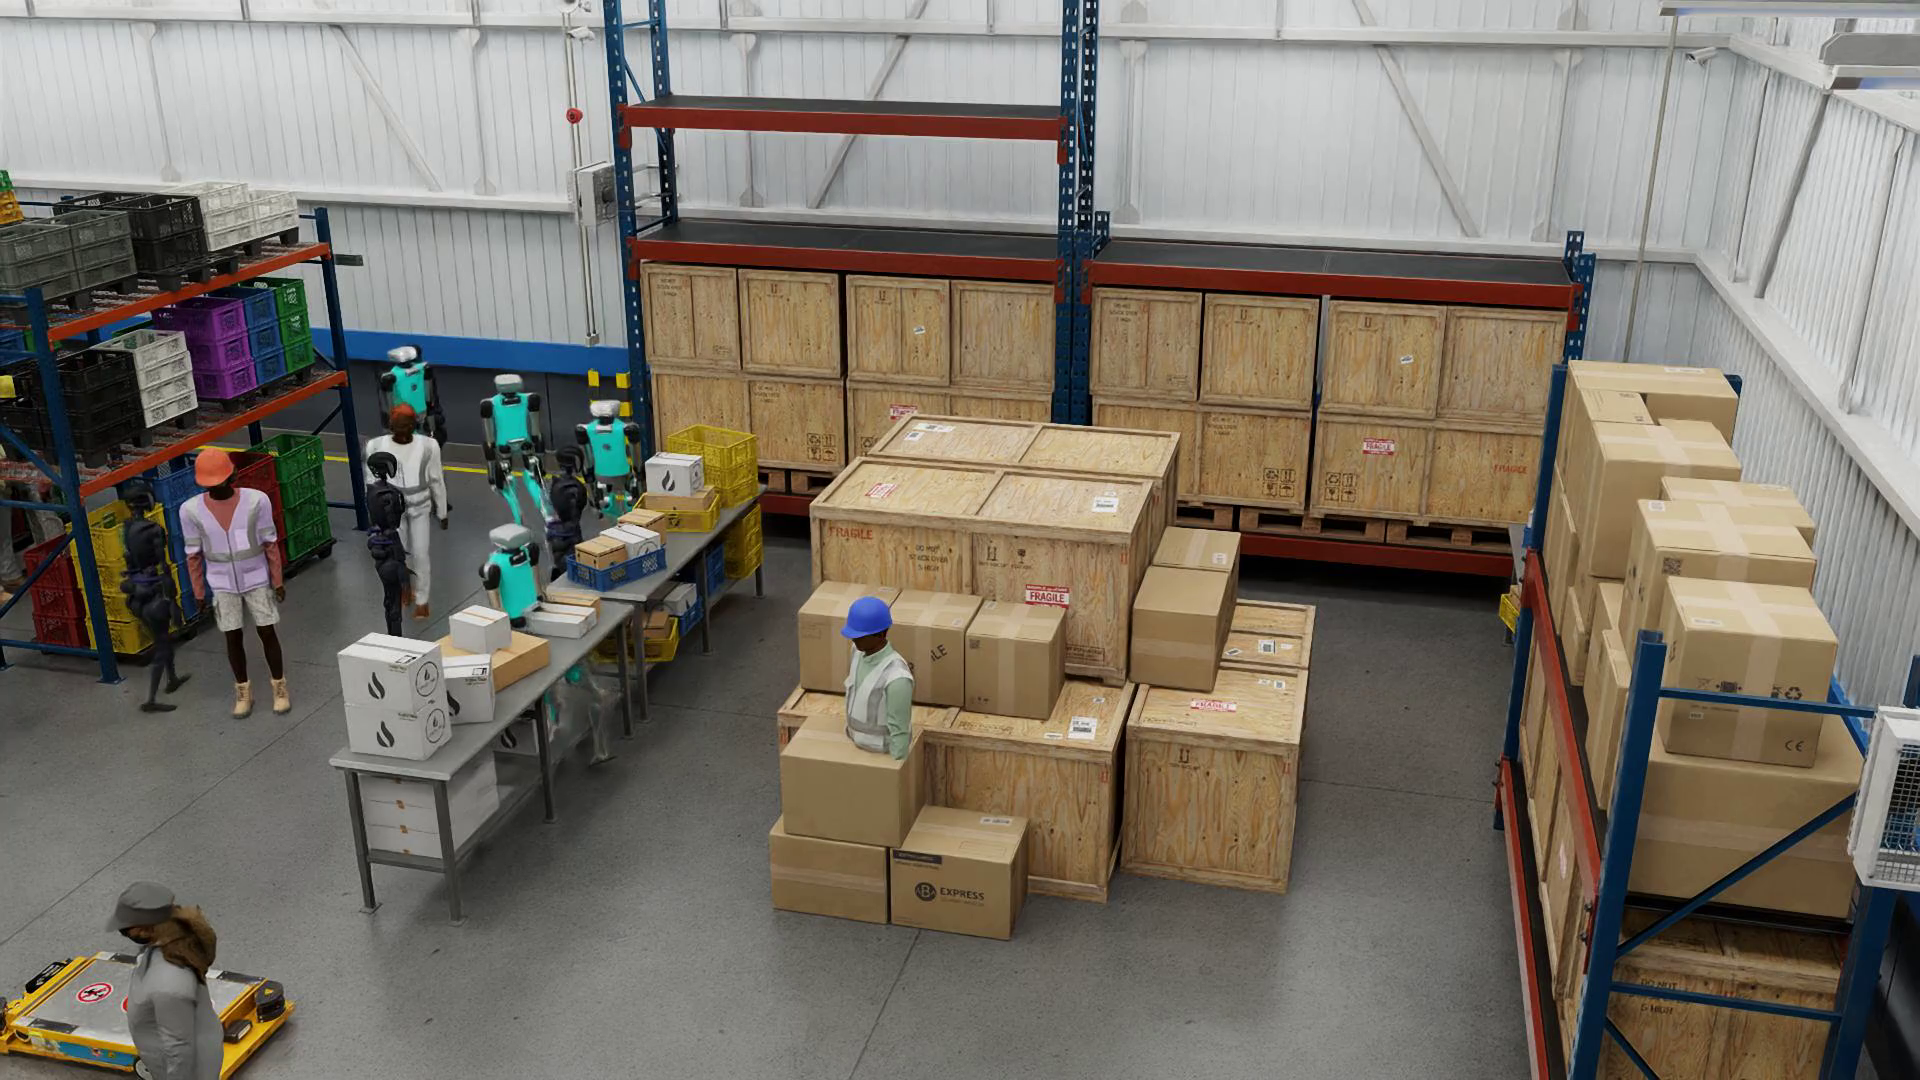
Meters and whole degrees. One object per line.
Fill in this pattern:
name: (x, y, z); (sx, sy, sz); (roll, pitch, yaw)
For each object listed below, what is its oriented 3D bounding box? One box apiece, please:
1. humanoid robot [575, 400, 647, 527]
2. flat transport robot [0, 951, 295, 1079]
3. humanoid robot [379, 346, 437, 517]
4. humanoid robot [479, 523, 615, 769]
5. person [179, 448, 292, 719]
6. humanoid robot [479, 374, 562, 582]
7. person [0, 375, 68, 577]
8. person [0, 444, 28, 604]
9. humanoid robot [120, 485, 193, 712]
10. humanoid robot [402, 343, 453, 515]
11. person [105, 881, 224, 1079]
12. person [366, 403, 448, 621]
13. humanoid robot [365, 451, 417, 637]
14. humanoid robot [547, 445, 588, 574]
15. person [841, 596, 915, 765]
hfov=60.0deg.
humanoid robot: (-2.849, -0.384, 14.031); (0.551, 1.802, 0.792); (1, 21, 2)
flat transport robot: (-4.270, 2.464, 8.601); (1.431, 0.231, 0.659); (5, 22, 13)
humanoid robot: (-5.239, -0.954, 15.551); (0.782, 1.823, 0.556); (16, 26, 35)
humanoid robot: (-2.648, 0.777, 11.007); (0.978, 1.771, 0.530); (8, 22, 20)
person: (-5.122, 0.308, 11.786); (0.612, 2.028, 0.405); (-6, 22, -16)
humanoid robot: (-3.699, -0.483, 14.283); (0.545, 1.781, 0.933); (-13, 24, -30)
person: (-7.953, -0.521, 14.216); (0.586, 1.834, 0.404); (17, 27, 37)
person: (-8.100, -0.390, 13.863); (0.429, 1.844, 0.625); (1, 21, 1)
humanoid robot: (-5.881, 0.395, 12.053); (0.596, 1.638, 0.586); (14, 25, 33)
humanoid robot: (-5.098, -1.052, 15.823); (0.405, 1.634, 0.606); (5, 22, 14)
person: (-3.316, 2.223, 7.135); (0.403, 1.763, 0.563); (-9, 23, -22)
person: (-4.446, -0.228, 13.423); (0.607, 1.860, 0.496); (-8, 22, -19)
humanoid robot: (-4.359, 0.116, 12.750); (0.315, 1.657, 0.599); (-10, 23, -24)
humanoid robot: (-3.053, 0.061, 12.932); (0.390, 1.639, 0.618); (-9, 23, -23)
person: (-0.475, 1.212, 9.543); (0.411, 1.939, 0.602); (-11, 23, -26)
